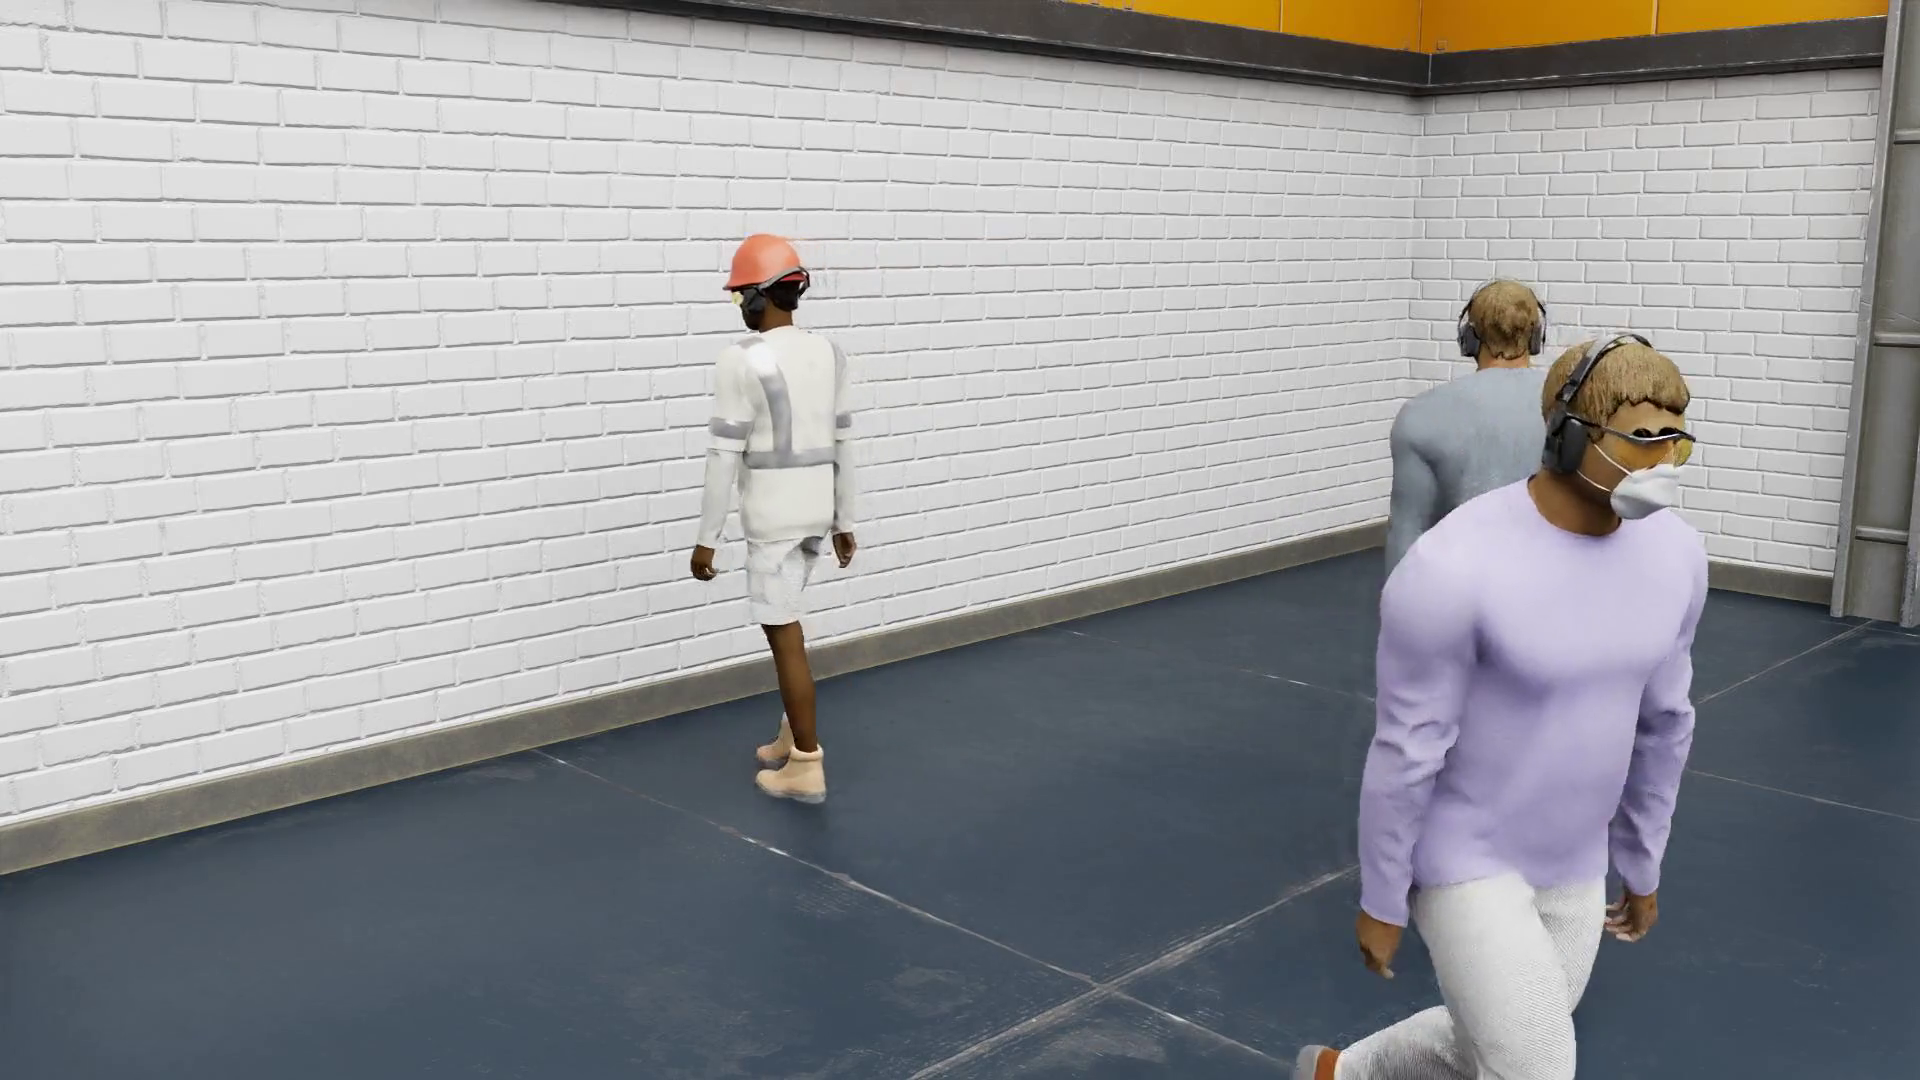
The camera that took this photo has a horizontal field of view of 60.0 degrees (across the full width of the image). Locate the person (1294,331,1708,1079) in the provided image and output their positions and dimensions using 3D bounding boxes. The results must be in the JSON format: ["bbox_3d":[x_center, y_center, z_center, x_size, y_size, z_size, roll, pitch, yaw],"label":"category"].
[{"bbox_3d":[0.920,0.552,3.001,0.643,1.891,0.890,-5,12,-27],"label":"person"}]

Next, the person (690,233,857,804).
[{"bbox_3d":[-0.700,-0.072,5.981,0.627,2.023,0.631,6,12,32],"label":"person"}]

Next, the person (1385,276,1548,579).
[{"bbox_3d":[1.517,0.238,4.600,0.647,1.915,0.730,0,10,2],"label":"person"}]
